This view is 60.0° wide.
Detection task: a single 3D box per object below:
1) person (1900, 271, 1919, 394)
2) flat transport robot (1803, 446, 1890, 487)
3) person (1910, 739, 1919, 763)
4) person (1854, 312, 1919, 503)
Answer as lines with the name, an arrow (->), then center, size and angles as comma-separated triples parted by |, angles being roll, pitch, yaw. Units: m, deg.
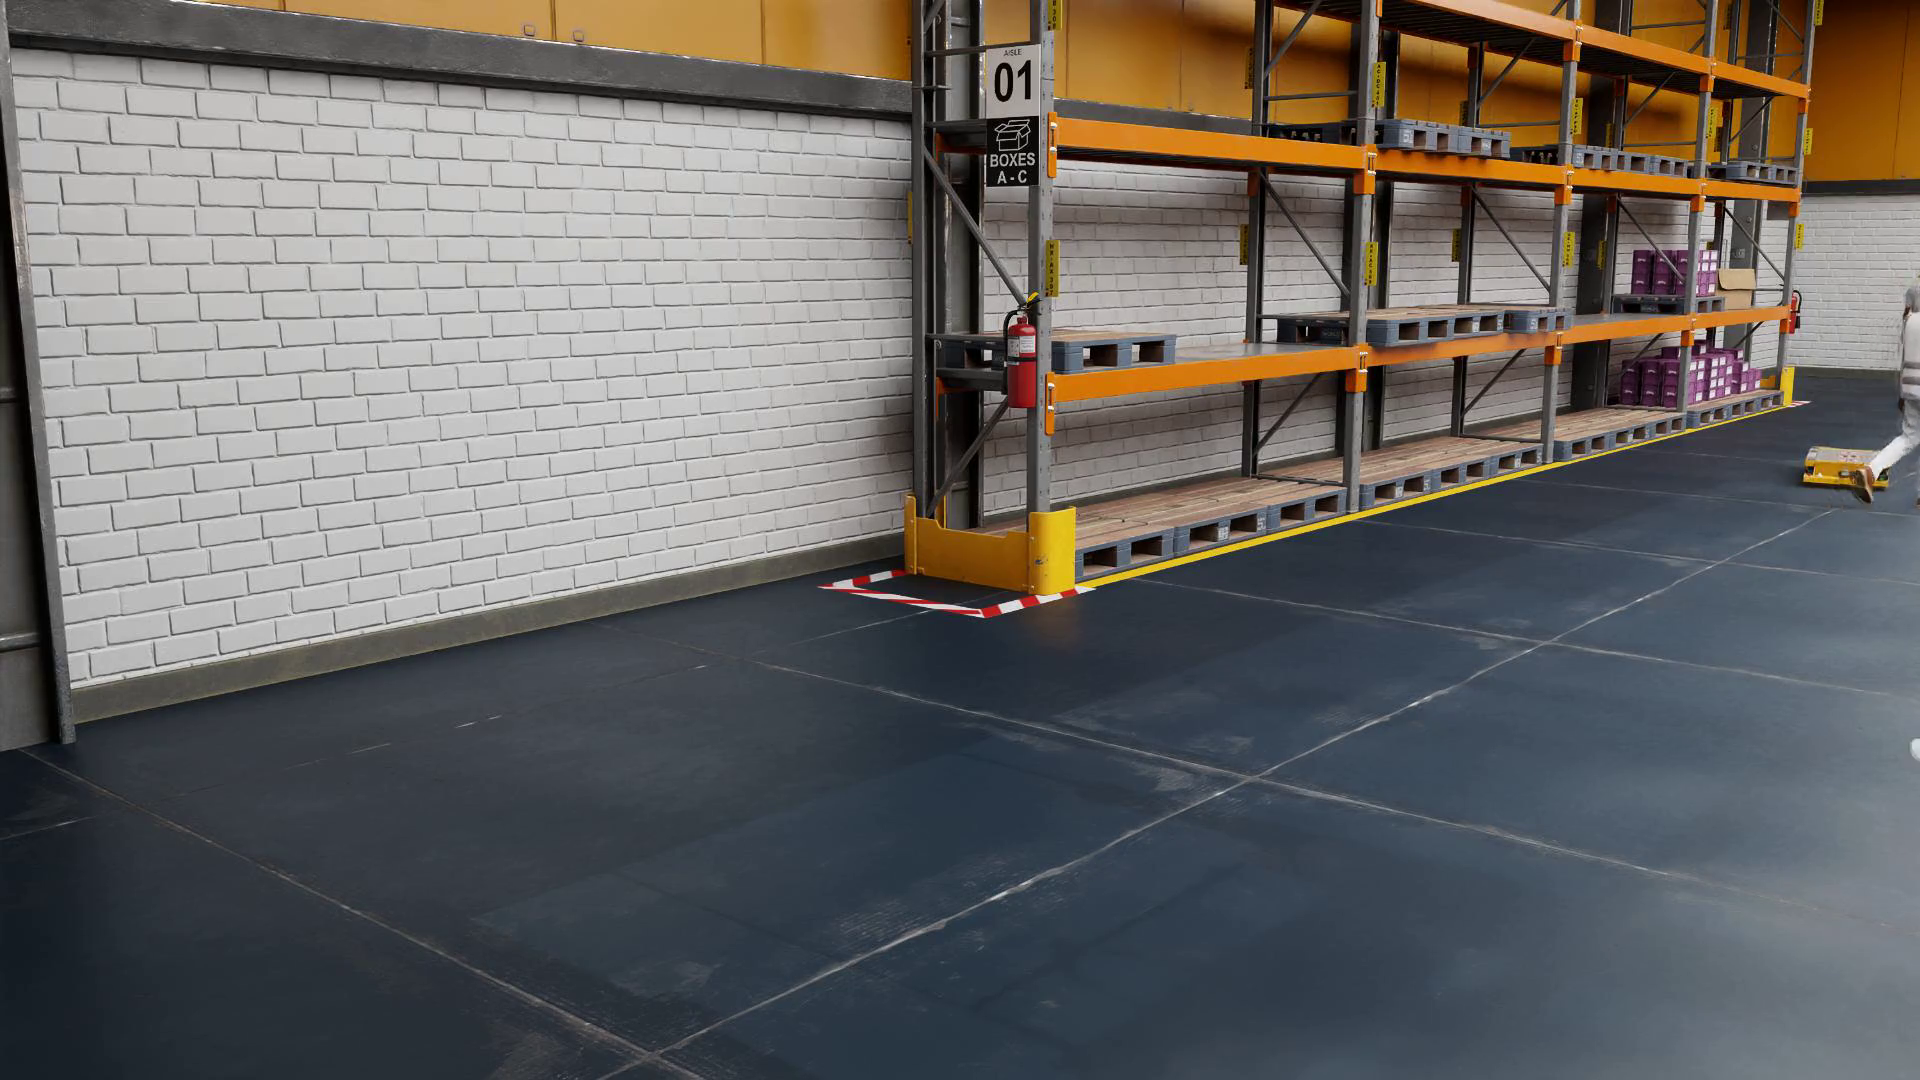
person -> 13.440, -2.911, 23.194 | 0.536, 1.853, 0.384 | 8, 13, 37
flat transport robot -> 7.948, -0.663, 14.893 | 0.652, 0.197, 1.431 | 5, 11, 28
person -> 3.766, 0.144, 5.891 | 0.516, 1.828, 0.946 | -3, 11, -19
person -> 7.586, -1.156, 13.179 | 0.770, 1.860, 0.585 | -1, 10, -6
